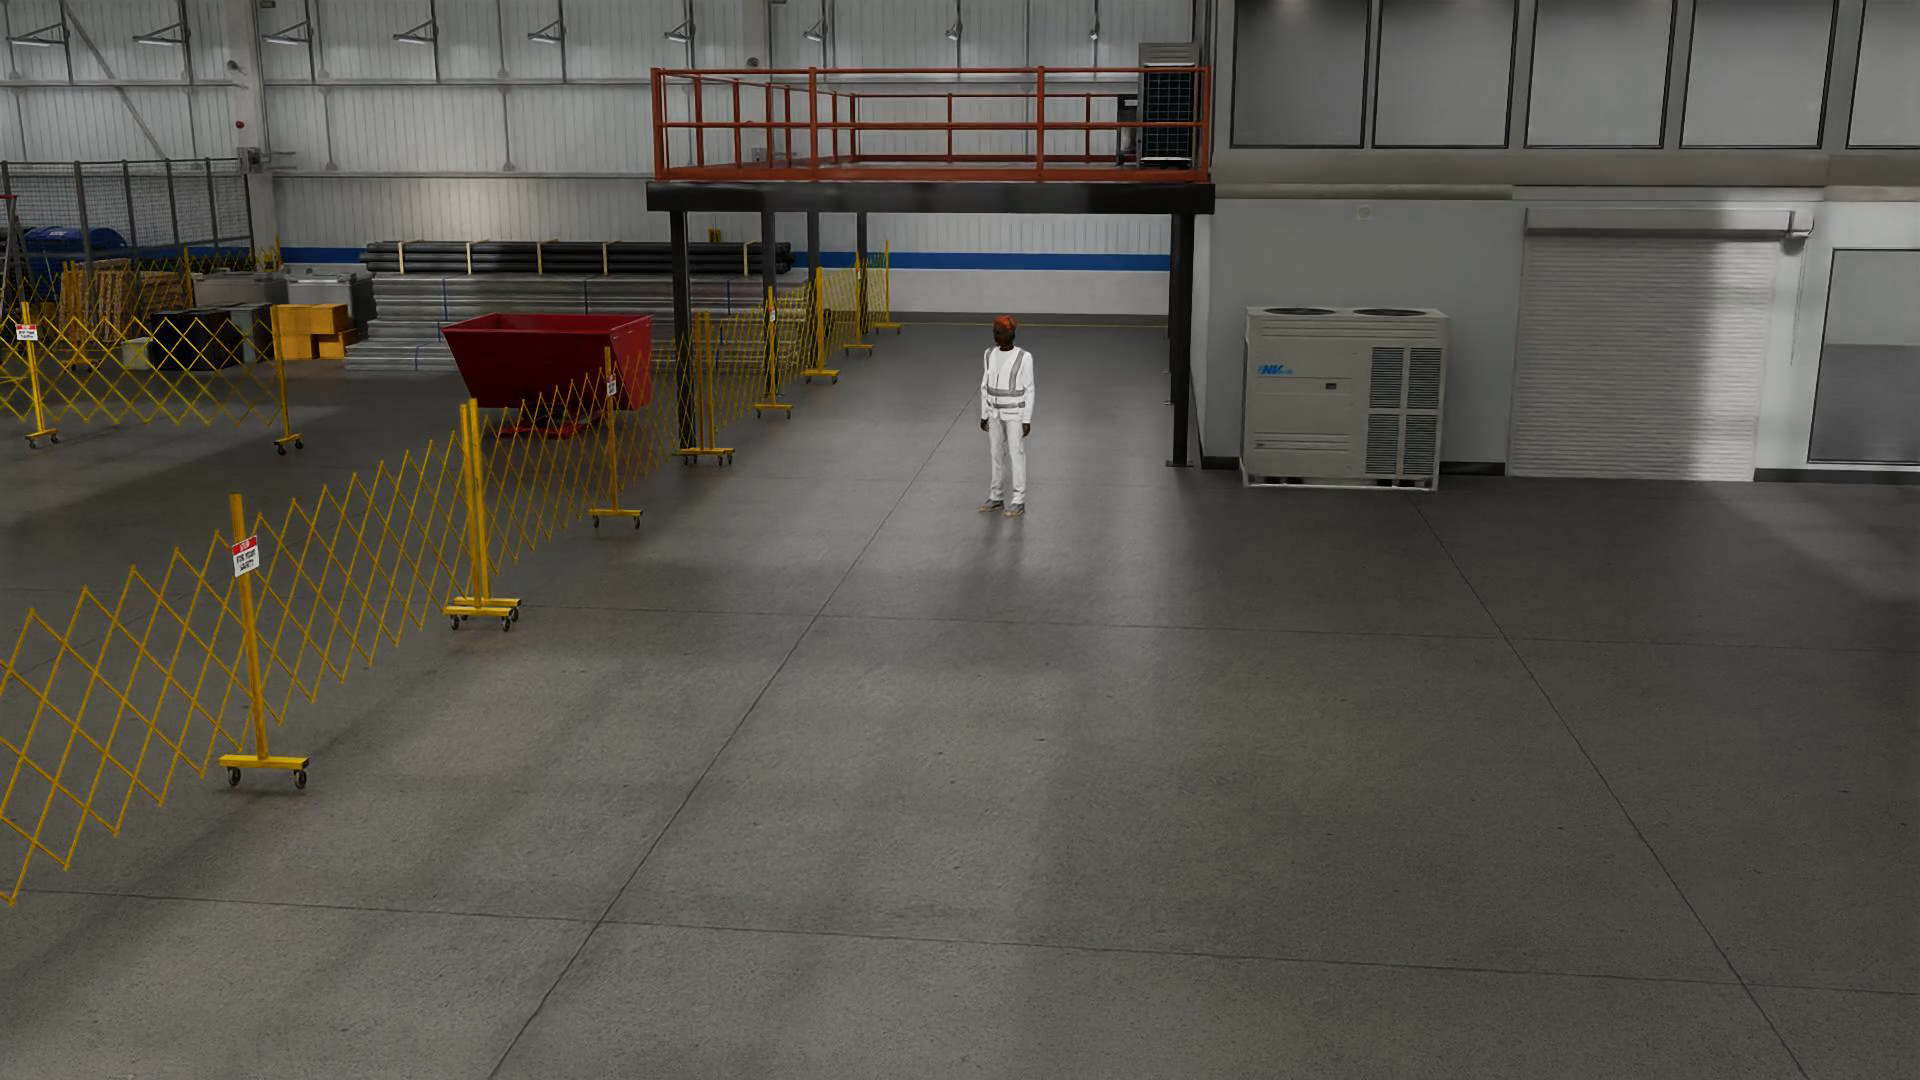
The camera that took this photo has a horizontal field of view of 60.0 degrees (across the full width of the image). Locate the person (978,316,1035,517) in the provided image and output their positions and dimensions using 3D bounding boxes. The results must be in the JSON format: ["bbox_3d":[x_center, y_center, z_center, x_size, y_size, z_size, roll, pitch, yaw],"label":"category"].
[{"bbox_3d":[0.431,-1.163,15.619,0.584,1.882,0.337,11,18,38],"label":"person"}]
